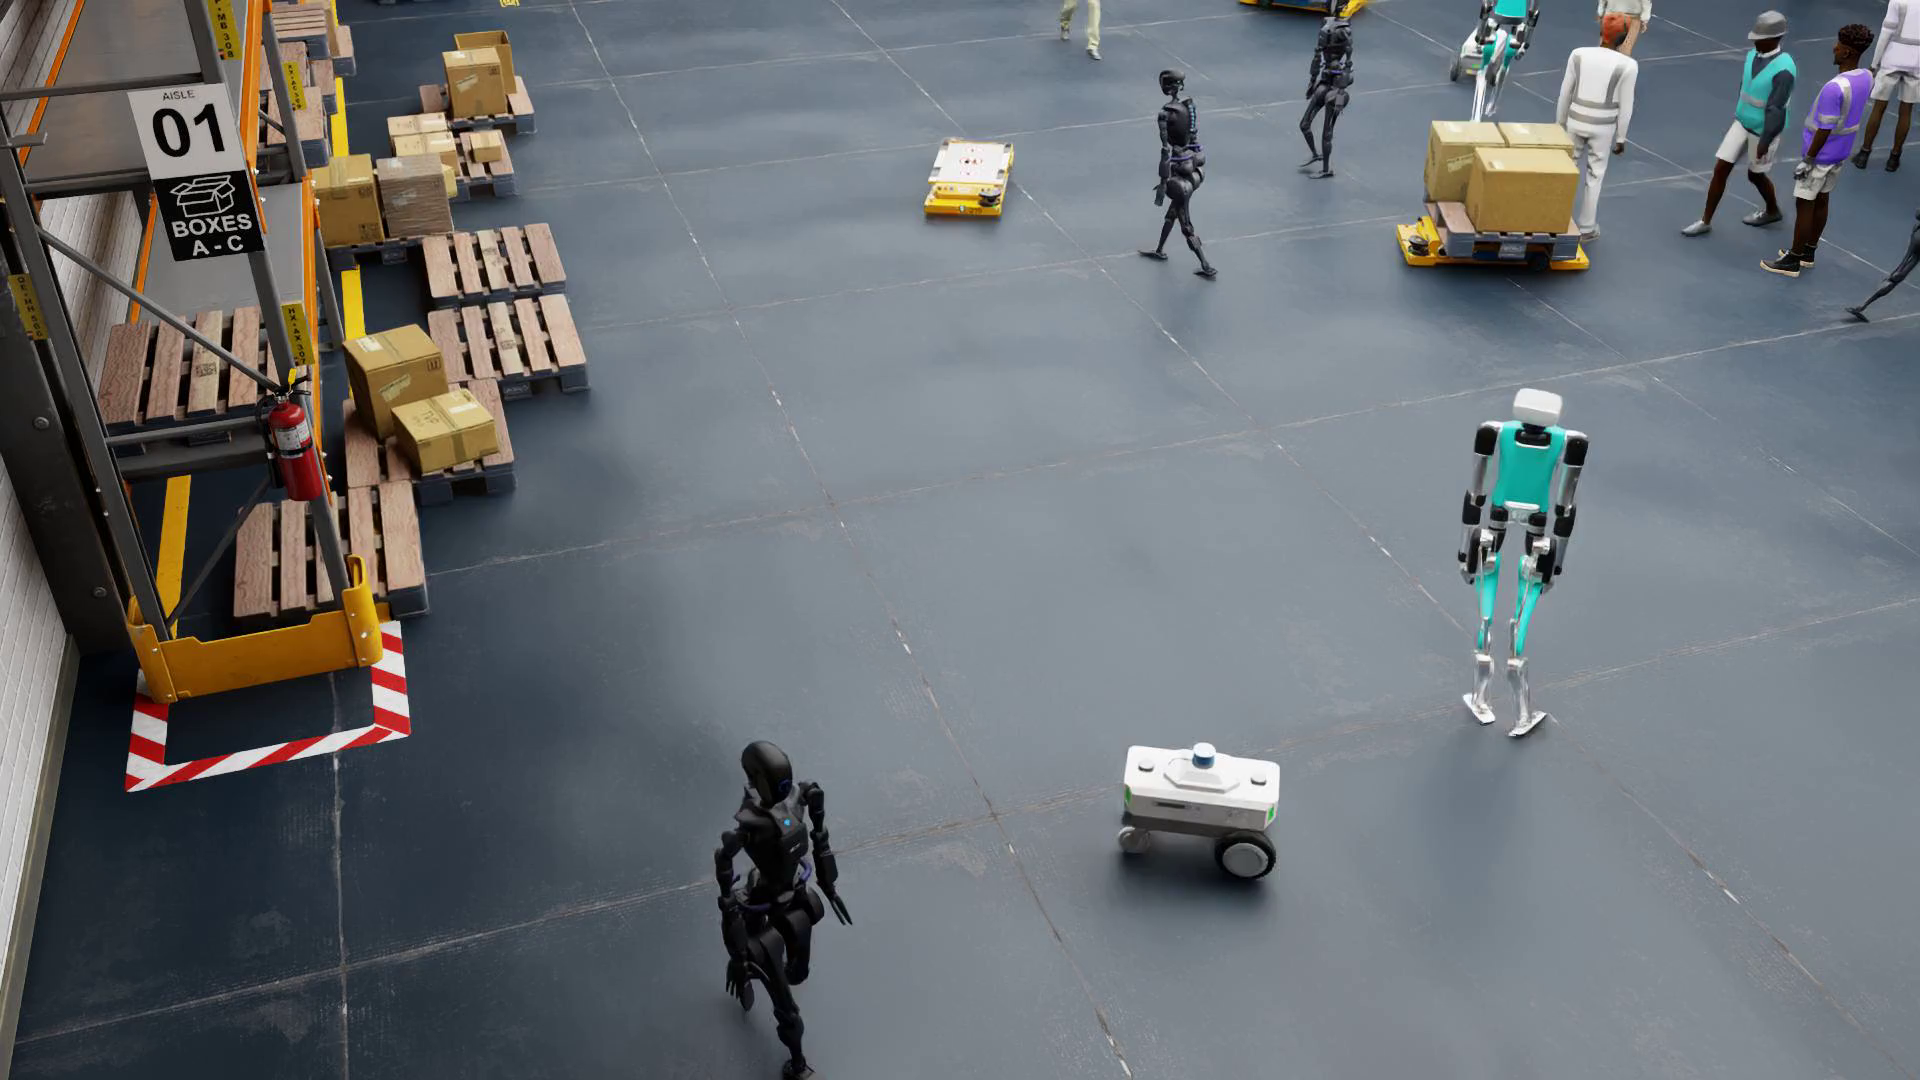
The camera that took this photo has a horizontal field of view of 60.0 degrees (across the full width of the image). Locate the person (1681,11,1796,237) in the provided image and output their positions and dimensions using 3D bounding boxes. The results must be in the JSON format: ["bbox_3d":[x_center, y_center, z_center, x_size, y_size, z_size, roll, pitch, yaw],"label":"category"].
[{"bbox_3d":[6.540,-3.403,13.609,0.881,1.886,0.568,-12,35,-17],"label":"person"}]

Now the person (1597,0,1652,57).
[{"bbox_3d":[6.607,-5.202,16.568,0.444,1.659,0.402,5,33,8],"label":"person"}]

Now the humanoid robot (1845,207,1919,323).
[{"bbox_3d":[7.102,-2.271,12.116,0.802,1.644,0.600,3,33,5],"label":"humanoid robot"}]

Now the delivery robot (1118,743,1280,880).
[{"bbox_3d":[1.137,1.215,7.748,0.809,0.611,0.499,6,34,9],"label":"delivery robot"}]

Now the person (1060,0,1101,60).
[{"bbox_3d":[1.334,-6.166,17.897,0.575,1.821,0.797,-9,34,-14],"label":"person"}]

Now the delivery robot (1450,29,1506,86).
[{"bbox_3d":[5.473,-5.100,17.425,0.499,0.601,0.775,15,36,21],"label":"delivery robot"}]

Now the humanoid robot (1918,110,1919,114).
[{"bbox_3d":[10.034,-4.942,16.110,0.937,1.778,0.541,5,33,8],"label":"humanoid robot"}]

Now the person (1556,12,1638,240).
[{"bbox_3d":[5.139,-3.354,13.533,0.613,1.883,0.417,23,40,31],"label":"person"}]

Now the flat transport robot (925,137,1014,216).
[{"bbox_3d":[0.098,-3.249,14.842,0.659,0.231,1.431,4,33,5],"label":"flat transport robot"}]

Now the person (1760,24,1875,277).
[{"bbox_3d":[6.718,-3.023,12.943,0.612,1.964,0.361,-25,41,-33],"label":"person"}]

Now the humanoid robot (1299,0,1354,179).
[{"bbox_3d":[3.278,-4.025,14.741,0.322,1.654,0.610,-10,35,-16],"label":"humanoid robot"}]

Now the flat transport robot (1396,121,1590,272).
[{"bbox_3d":[4.345,-2.437,13.597,1.431,0.231,0.659,2,33,3],"label":"flat transport robot"}]

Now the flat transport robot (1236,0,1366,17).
[{"bbox_3d":[4.050,-6.484,19.803,1.431,0.231,0.659,17,37,24],"label":"flat transport robot"}]

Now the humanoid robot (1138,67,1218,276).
[{"bbox_3d":[1.768,-2.896,13.071,0.759,1.613,0.610,20,38,28],"label":"humanoid robot"}]

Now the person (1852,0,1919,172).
[{"bbox_3d":[8.469,-4.282,14.900,0.550,1.935,0.369,12,35,18],"label":"person"}]

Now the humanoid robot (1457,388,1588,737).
[{"bbox_3d":[2.739,0.190,8.231,0.585,1.770,0.801,9,34,14],"label":"humanoid robot"}]

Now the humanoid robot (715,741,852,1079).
[{"bbox_3d":[-0.755,1.410,6.433,0.690,1.635,0.583,25,41,33],"label":"humanoid robot"}]

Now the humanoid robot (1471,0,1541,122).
[{"bbox_3d":[5.227,-4.843,15.979,0.568,1.810,0.864,8,34,12],"label":"humanoid robot"}]
